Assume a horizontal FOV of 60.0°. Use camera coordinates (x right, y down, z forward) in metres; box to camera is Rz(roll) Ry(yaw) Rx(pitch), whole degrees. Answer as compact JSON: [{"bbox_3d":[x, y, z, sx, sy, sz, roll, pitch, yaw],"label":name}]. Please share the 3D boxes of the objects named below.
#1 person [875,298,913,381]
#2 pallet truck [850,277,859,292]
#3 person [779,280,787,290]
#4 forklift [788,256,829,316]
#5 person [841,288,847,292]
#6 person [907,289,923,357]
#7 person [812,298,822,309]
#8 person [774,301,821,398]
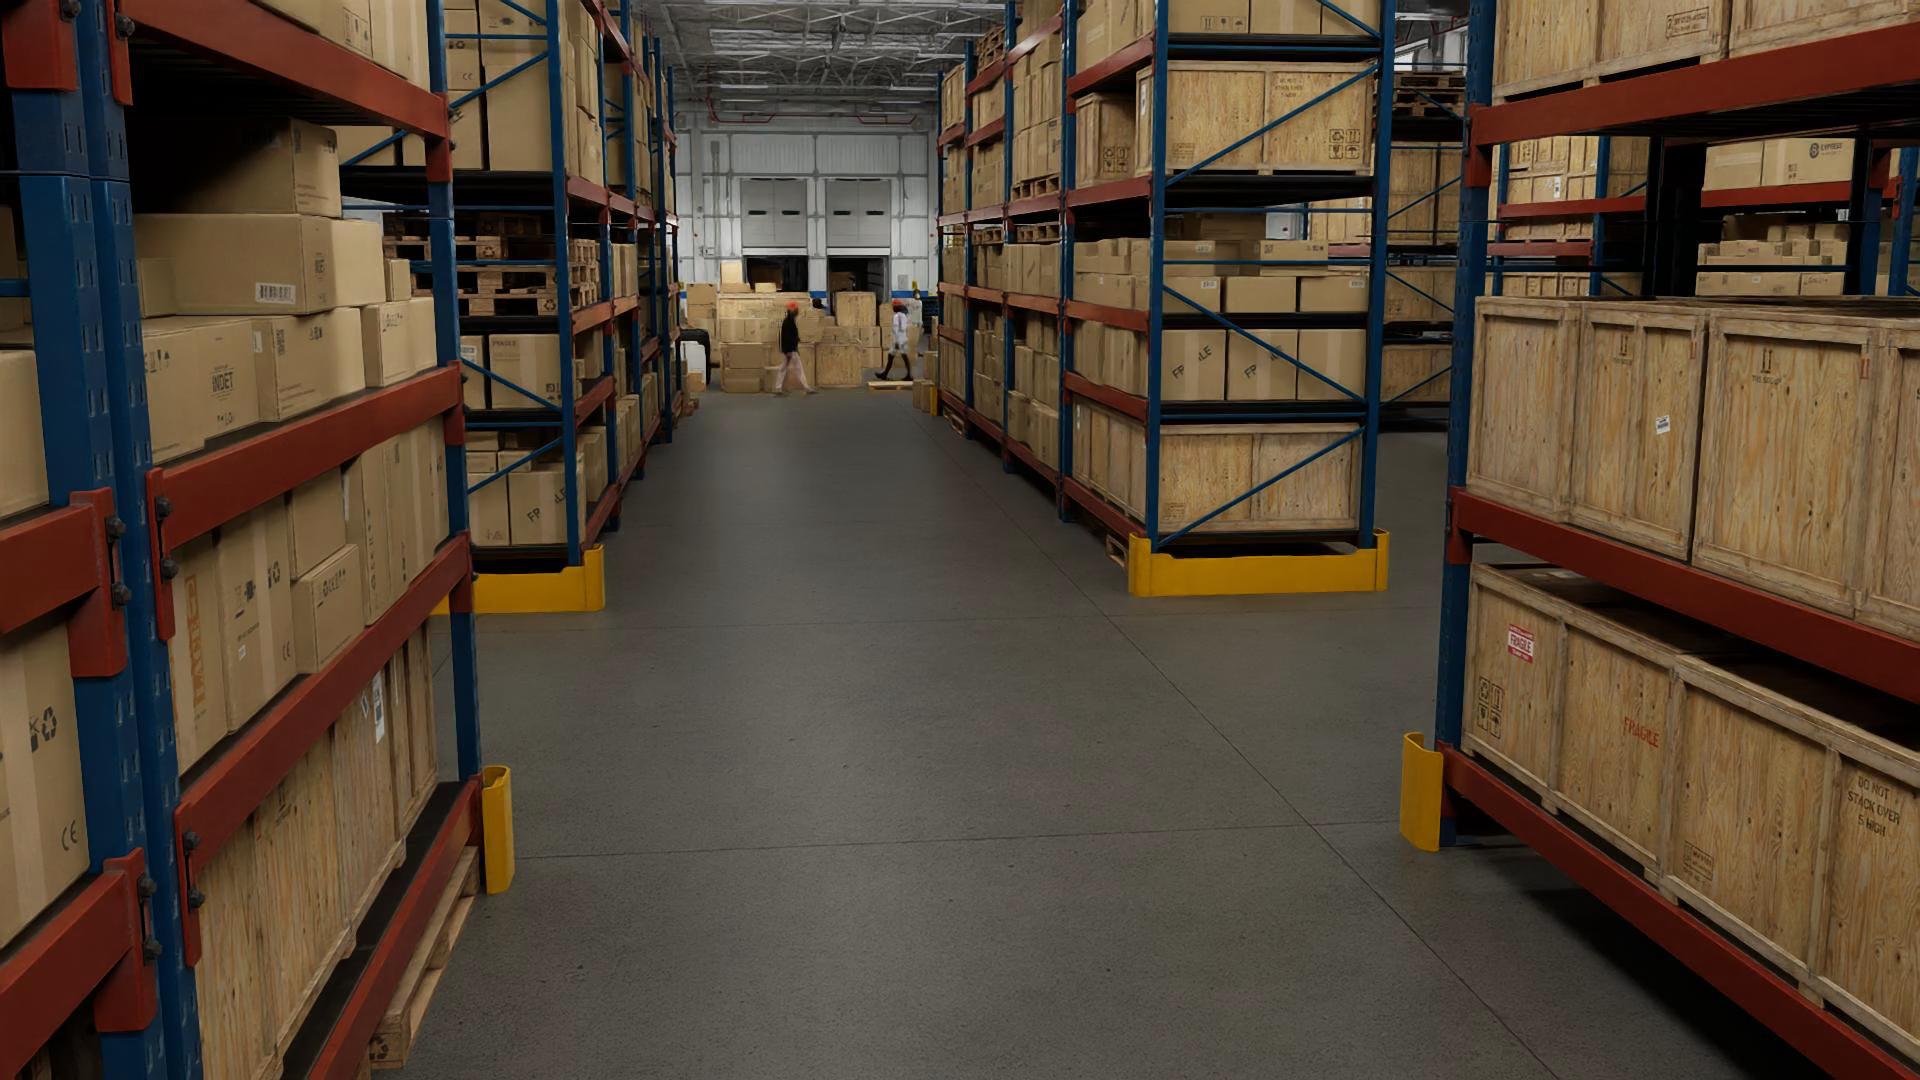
[{"bbox_3d":[-1.472,-4.550,37.927,0.985,1.883,0.575,5,11,27],"label":"person"},{"bbox_3d":[-3.782,-9.391,65.808,1.885,1.965,0.823,2,10,10],"label":"pallet truck"},{"bbox_3d":[-7.005,-9.382,66.001,0.575,1.911,0.616,6,11,32],"label":"person"},{"bbox_3d":[-5.680,-8.637,58.848,1.873,2.768,1.129,4,11,24],"label":"forklift"},{"bbox_3d":[-4.133,-8.261,60.181,0.550,1.664,0.764,9,13,42],"label":"person"},{"bbox_3d":[-1.249,-6.131,47.018,0.371,1.934,0.627,6,11,32],"label":"person"},{"bbox_3d":[-3.516,-5.012,40.768,0.429,1.842,0.630,-5,11,-28],"label":"person"},{"bbox_3d":[-3.323,-3.846,33.652,0.992,1.943,0.635,-3,10,-16],"label":"person"}]
